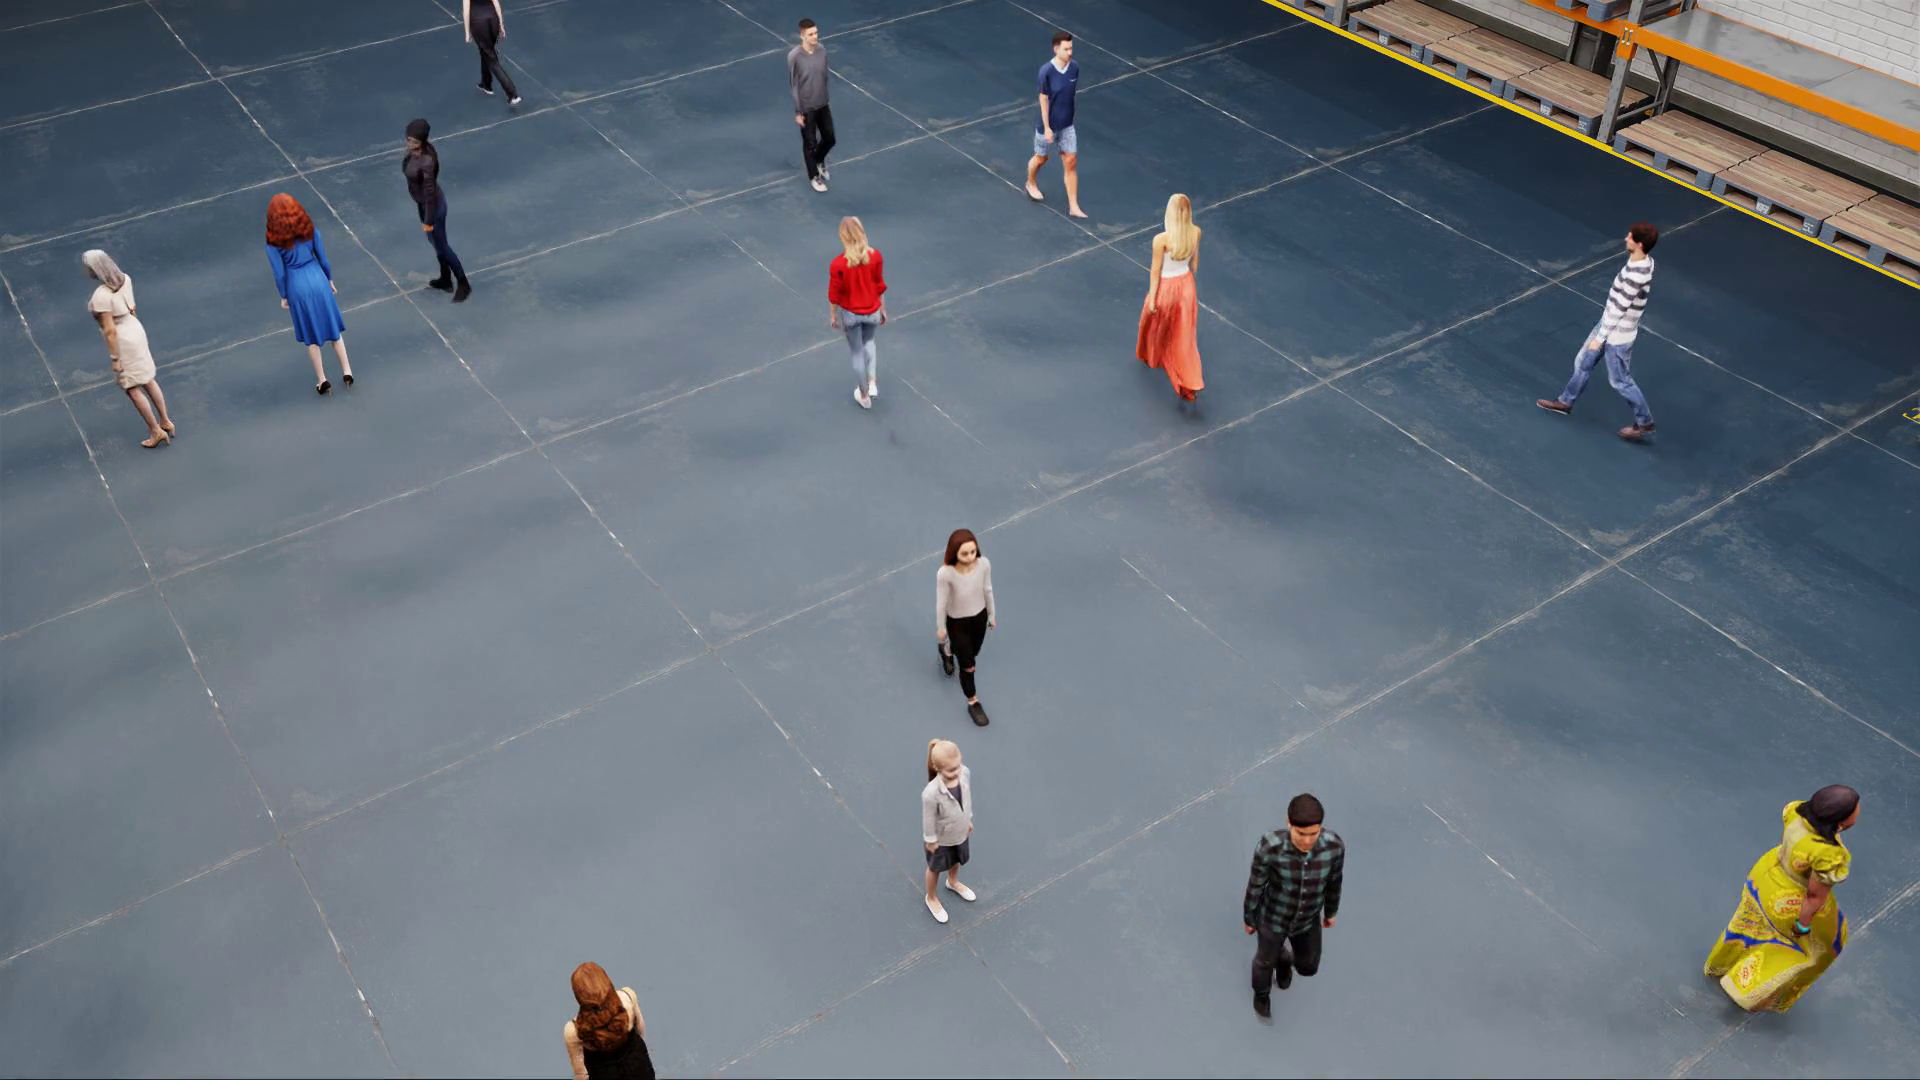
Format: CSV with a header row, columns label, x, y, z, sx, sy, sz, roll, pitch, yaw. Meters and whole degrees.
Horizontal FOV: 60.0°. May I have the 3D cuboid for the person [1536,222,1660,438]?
label,x,y,z,sx,sy,sz,roll,pitch,yaw
person,5.302,-1.618,13.171,1.260,1.812,1.075,13,41,16

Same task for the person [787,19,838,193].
label,x,y,z,sx,sy,sz,roll,pitch,yaw
person,-1.529,-4.376,16.672,0.605,1.753,0.622,-24,45,-27

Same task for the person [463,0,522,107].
label,x,y,z,sx,sy,sz,roll,pitch,yaw
person,-5.154,-5.579,18.213,1.166,1.709,0.746,30,48,32

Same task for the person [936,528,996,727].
label,x,y,z,sx,sy,sz,roll,pitch,yaw
person,0.013,0.483,10.817,0.615,1.466,0.933,-18,42,-21

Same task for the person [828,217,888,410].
label,x,y,z,sx,sy,sz,roll,pitch,yaw
person,-0.782,-1.790,13.481,0.682,1.693,0.648,-14,41,-17

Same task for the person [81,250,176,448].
label,x,y,z,sx,sy,sz,roll,pitch,yaw
person,-6.542,-1.505,13.091,0.745,1.735,0.666,6,39,7

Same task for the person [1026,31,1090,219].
label,x,y,z,sx,sy,sz,roll,pitch,yaw
person,0.873,-4.090,16.276,0.726,1.800,1.199,-18,42,-21

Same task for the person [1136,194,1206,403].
label,x,y,z,sx,sy,sz,roll,pitch,yaw
person,1.791,-1.942,13.621,0.846,1.757,1.307,-14,41,-16

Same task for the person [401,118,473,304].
label,x,y,z,sx,sy,sz,roll,pitch,yaw
person,-4.763,-3.009,14.970,0.828,1.740,0.592,-6,39,-8

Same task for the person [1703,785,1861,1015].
label,x,y,z,sx,sy,sz,roll,pitch,yaw
person,4.347,1.911,8.884,0.990,1.647,0.934,-3,39,-4

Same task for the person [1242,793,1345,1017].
label,x,y,z,sx,sy,sz,roll,pitch,yaw
person,1.758,1.930,8.928,0.854,1.704,0.875,-1,39,-1

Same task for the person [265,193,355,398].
label,x,y,z,sx,sy,sz,roll,pitch,yaw
person,-5.336,-2.000,13.636,0.596,1.829,0.551,-24,44,-27

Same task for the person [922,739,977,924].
label,x,y,z,sx,sy,sz,roll,pitch,yaw
person,-0.076,1.637,9.524,0.530,1.276,0.548,-30,48,-32

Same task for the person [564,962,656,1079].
label,x,y,z,sx,sy,sz,roll,pitch,yaw
person,-1.614,2.630,8.019,0.565,1.604,0.954,-23,44,-26
